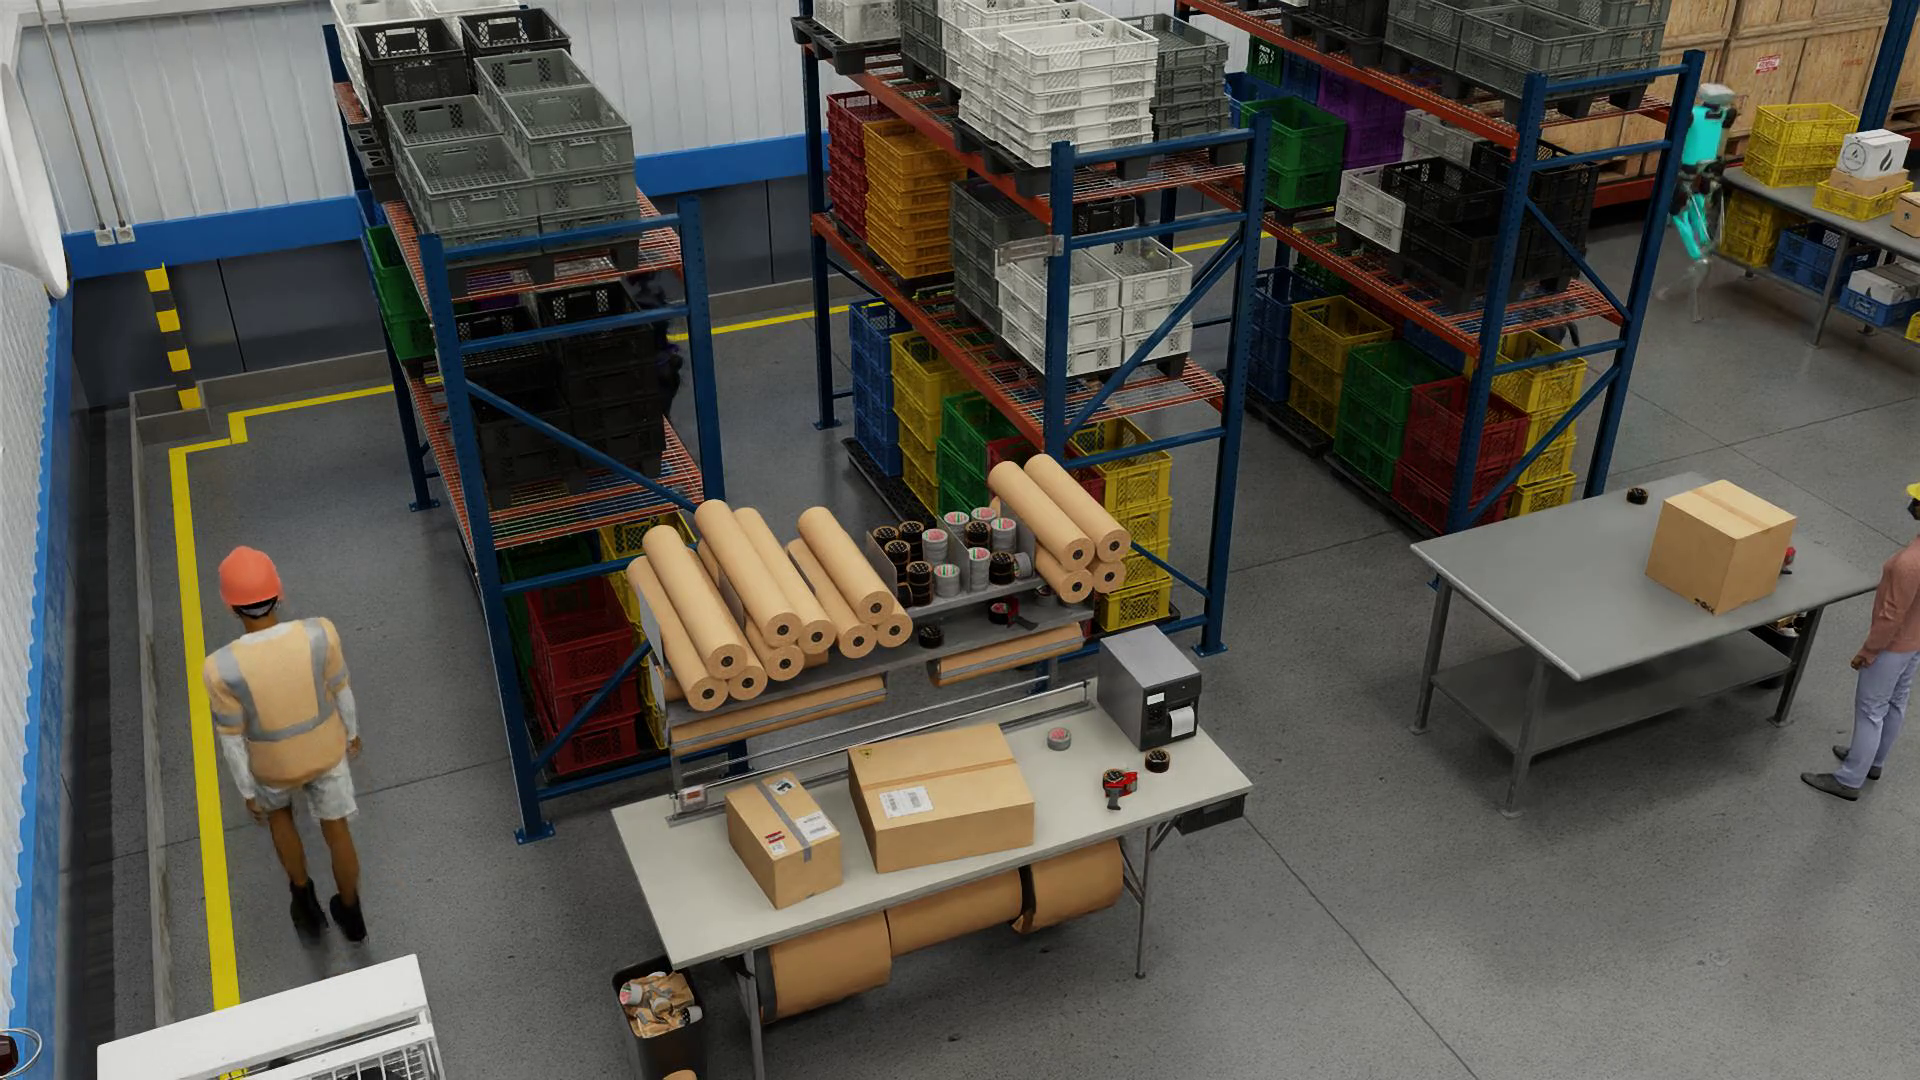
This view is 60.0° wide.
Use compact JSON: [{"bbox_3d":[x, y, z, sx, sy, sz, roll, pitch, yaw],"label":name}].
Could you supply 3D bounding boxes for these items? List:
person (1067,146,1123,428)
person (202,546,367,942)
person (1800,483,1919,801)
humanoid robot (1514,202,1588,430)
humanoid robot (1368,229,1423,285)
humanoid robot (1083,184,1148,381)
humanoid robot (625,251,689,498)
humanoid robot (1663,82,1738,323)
[{"bbox_3d":[0.899,-1.710,11.077,0.401,2.030,0.609,21,37,30],"label":"person"},{"bbox_3d":[-2.786,0.875,6.974,0.546,1.919,0.517,-17,35,-25],"label":"person"},{"bbox_3d":[4.392,0.445,7.816,0.524,1.772,0.303,-22,38,-32],"label":"person"},{"bbox_3d":[3.828,-1.412,10.912,0.588,1.648,0.334,-18,36,-27],"label":"humanoid robot"},{"bbox_3d":[3.310,-2.175,12.176,0.589,1.641,0.557,-21,37,-30],"label":"humanoid robot"},{"bbox_3d":[1.073,-1.976,11.865,0.586,1.655,0.598,1,32,2],"label":"humanoid robot"},{"bbox_3d":[-1.926,-1.002,10.303,0.664,1.646,0.599,6,32,9],"label":"humanoid robot"},{"bbox_3d":[5.726,-2.510,12.726,0.539,1.840,0.776,-10,33,-16],"label":"humanoid robot"}]
